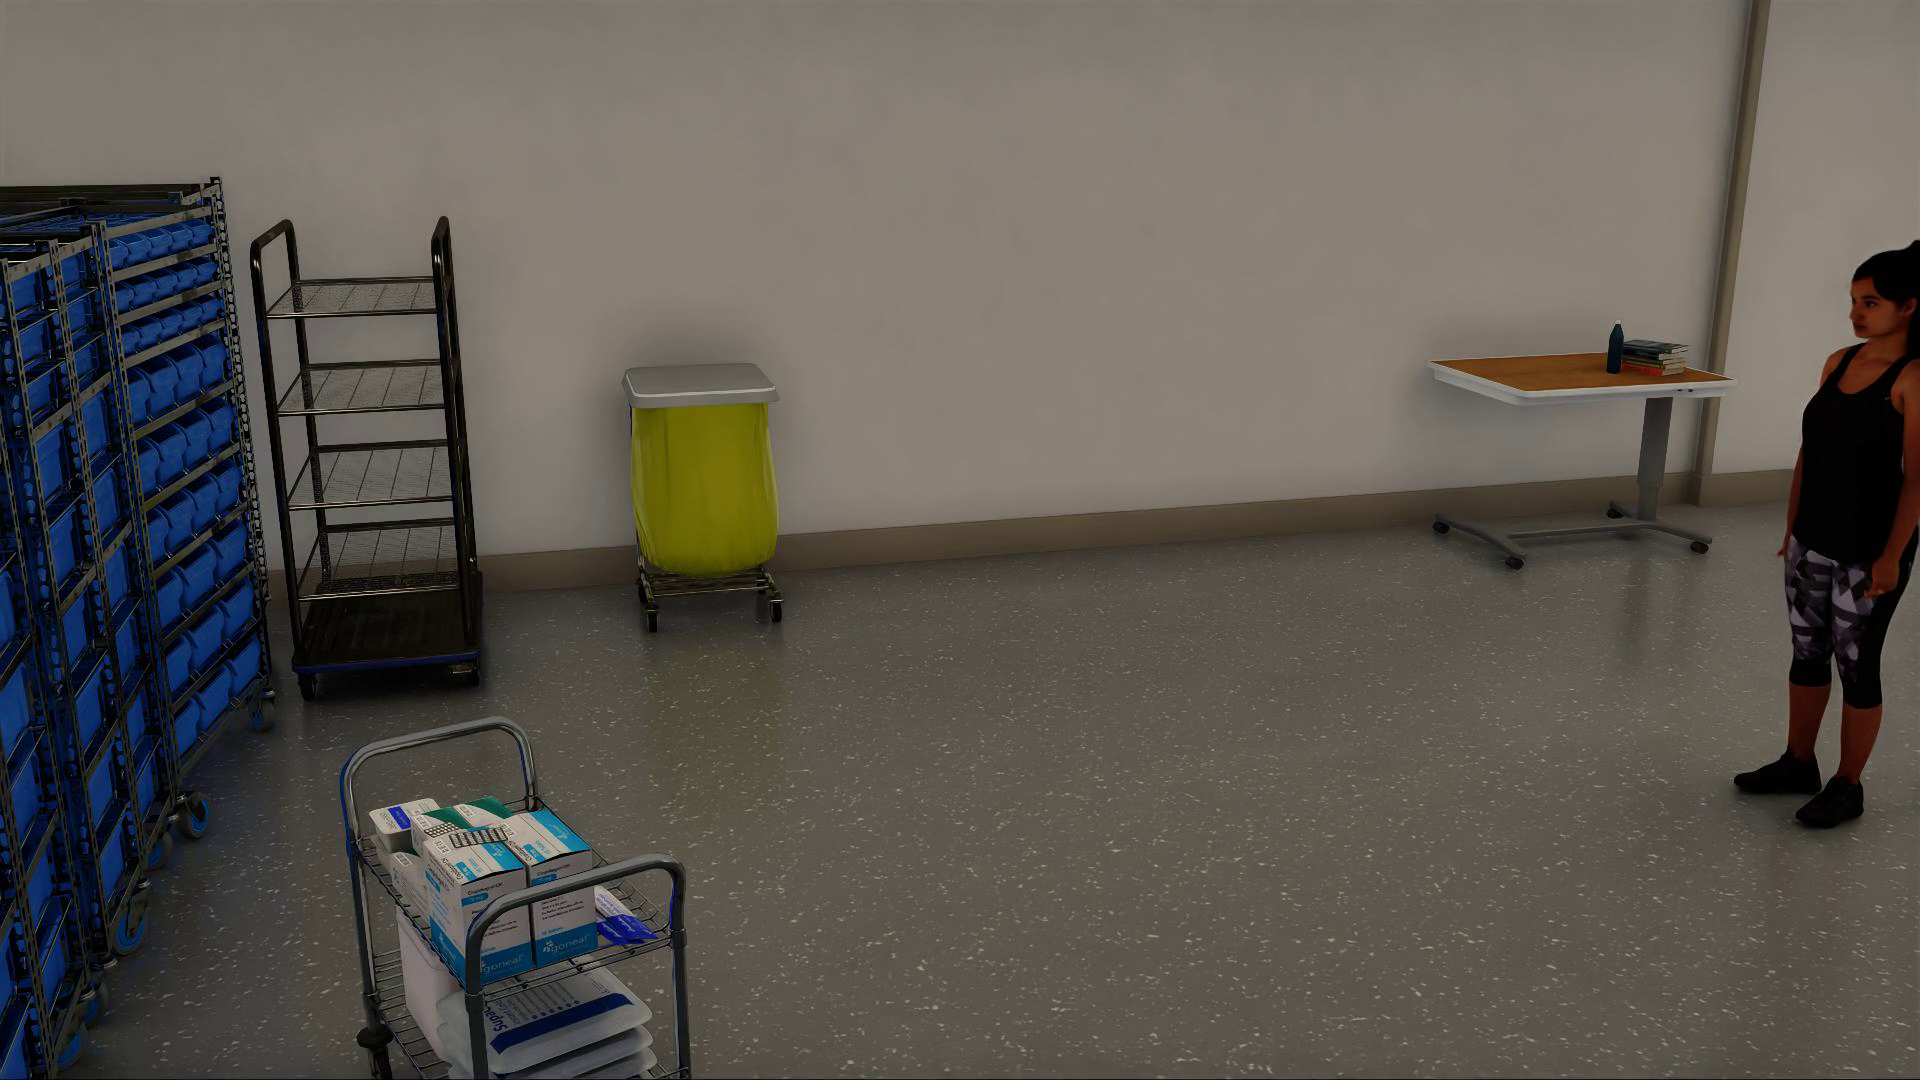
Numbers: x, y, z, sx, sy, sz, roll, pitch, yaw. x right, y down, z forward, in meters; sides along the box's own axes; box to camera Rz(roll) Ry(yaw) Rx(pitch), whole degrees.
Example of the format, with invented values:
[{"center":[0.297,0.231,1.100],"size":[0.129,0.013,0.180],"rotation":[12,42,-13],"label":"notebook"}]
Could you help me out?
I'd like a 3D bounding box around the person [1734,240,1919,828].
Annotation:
[{"center":[2.550,-0.017,4.746],"size":[0.492,1.674,0.570],"rotation":[-4,16,-14],"label":"person"}]
